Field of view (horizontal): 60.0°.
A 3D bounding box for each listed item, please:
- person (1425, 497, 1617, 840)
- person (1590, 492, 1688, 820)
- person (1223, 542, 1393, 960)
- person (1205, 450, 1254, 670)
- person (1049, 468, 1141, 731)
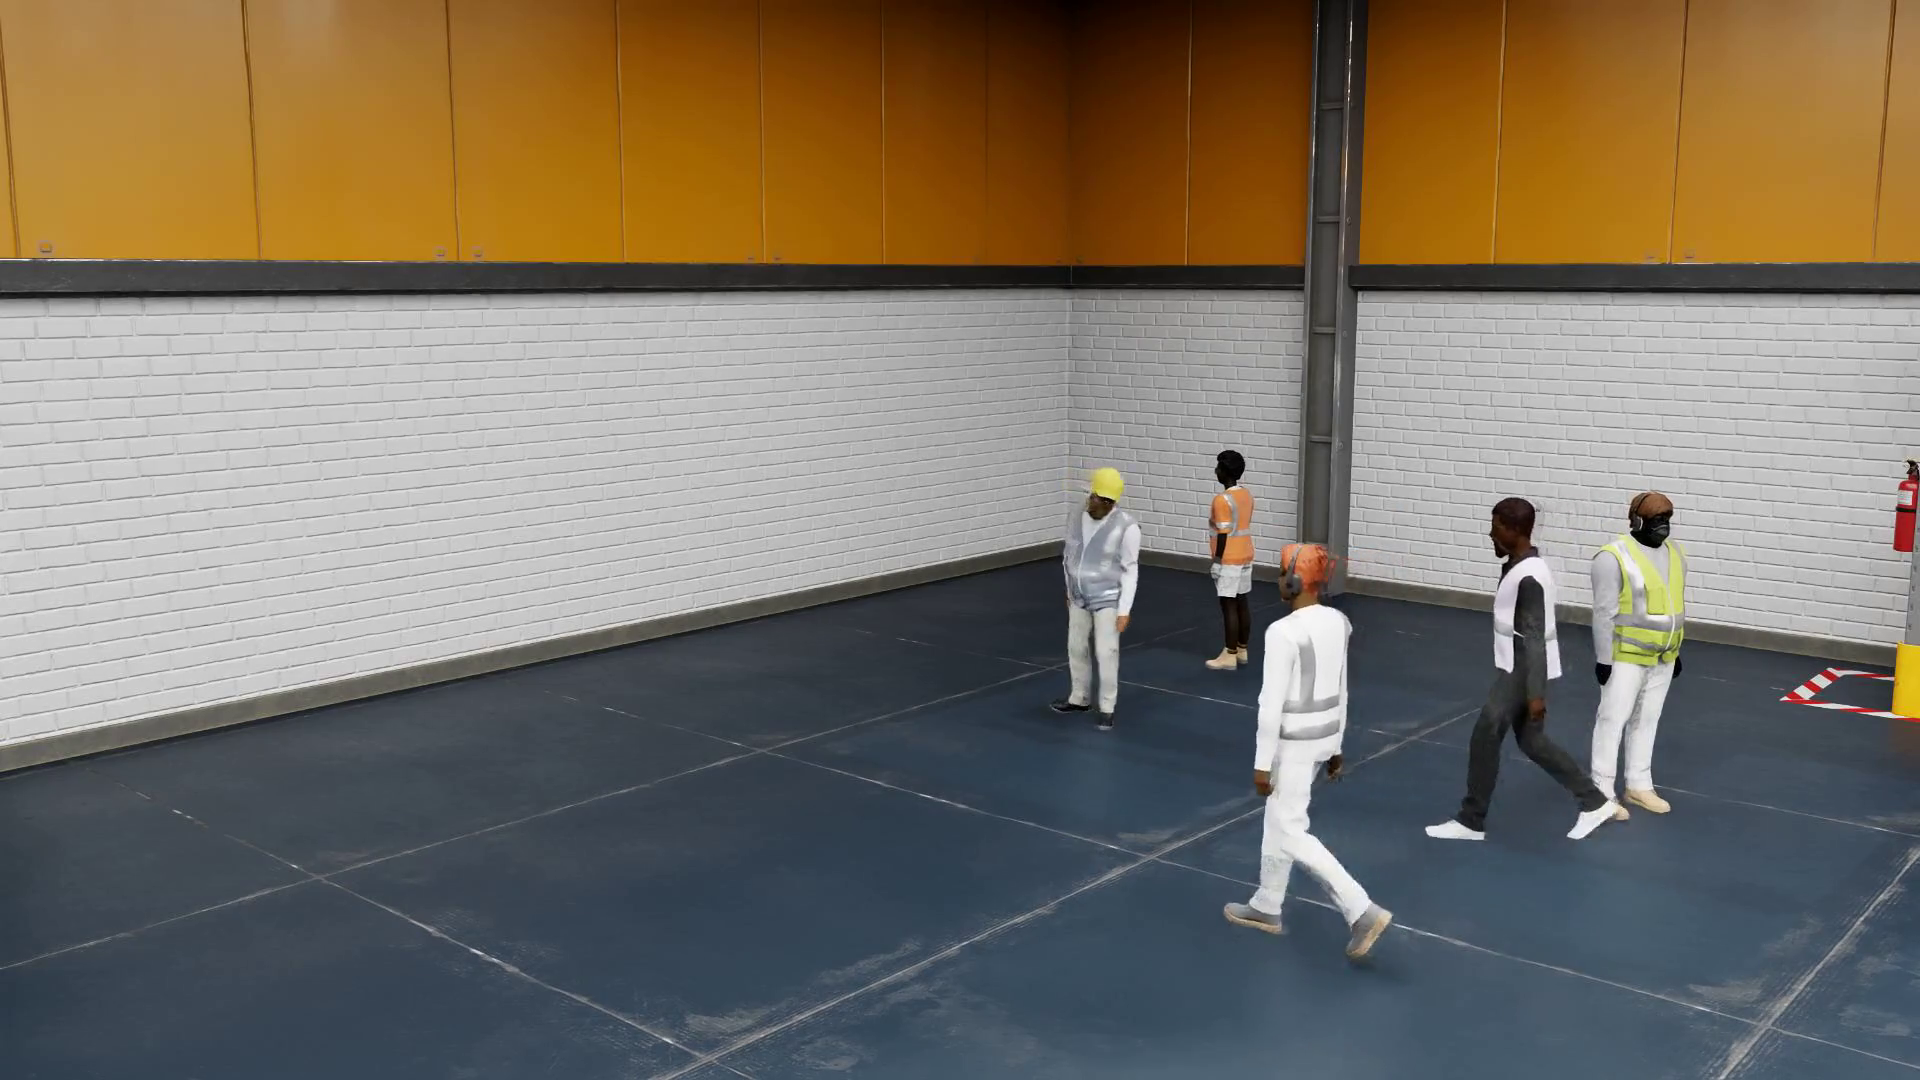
[{"bbox_3d":[3.043,0.697,8.861,0.935,1.875,0.599,2,9,15],"label":"person"},{"bbox_3d":[3.814,0.641,9.319,0.634,1.841,0.429,-4,10,-25],"label":"person"},{"bbox_3d":[1.573,0.935,7.432,0.839,1.857,0.583,8,12,41],"label":"person"},{"bbox_3d":[2.085,0.154,12.825,0.322,1.697,0.536,6,11,33],"label":"person"},{"bbox_3d":[0.901,0.384,11.115,0.692,1.783,0.453,8,12,42],"label":"person"}]
